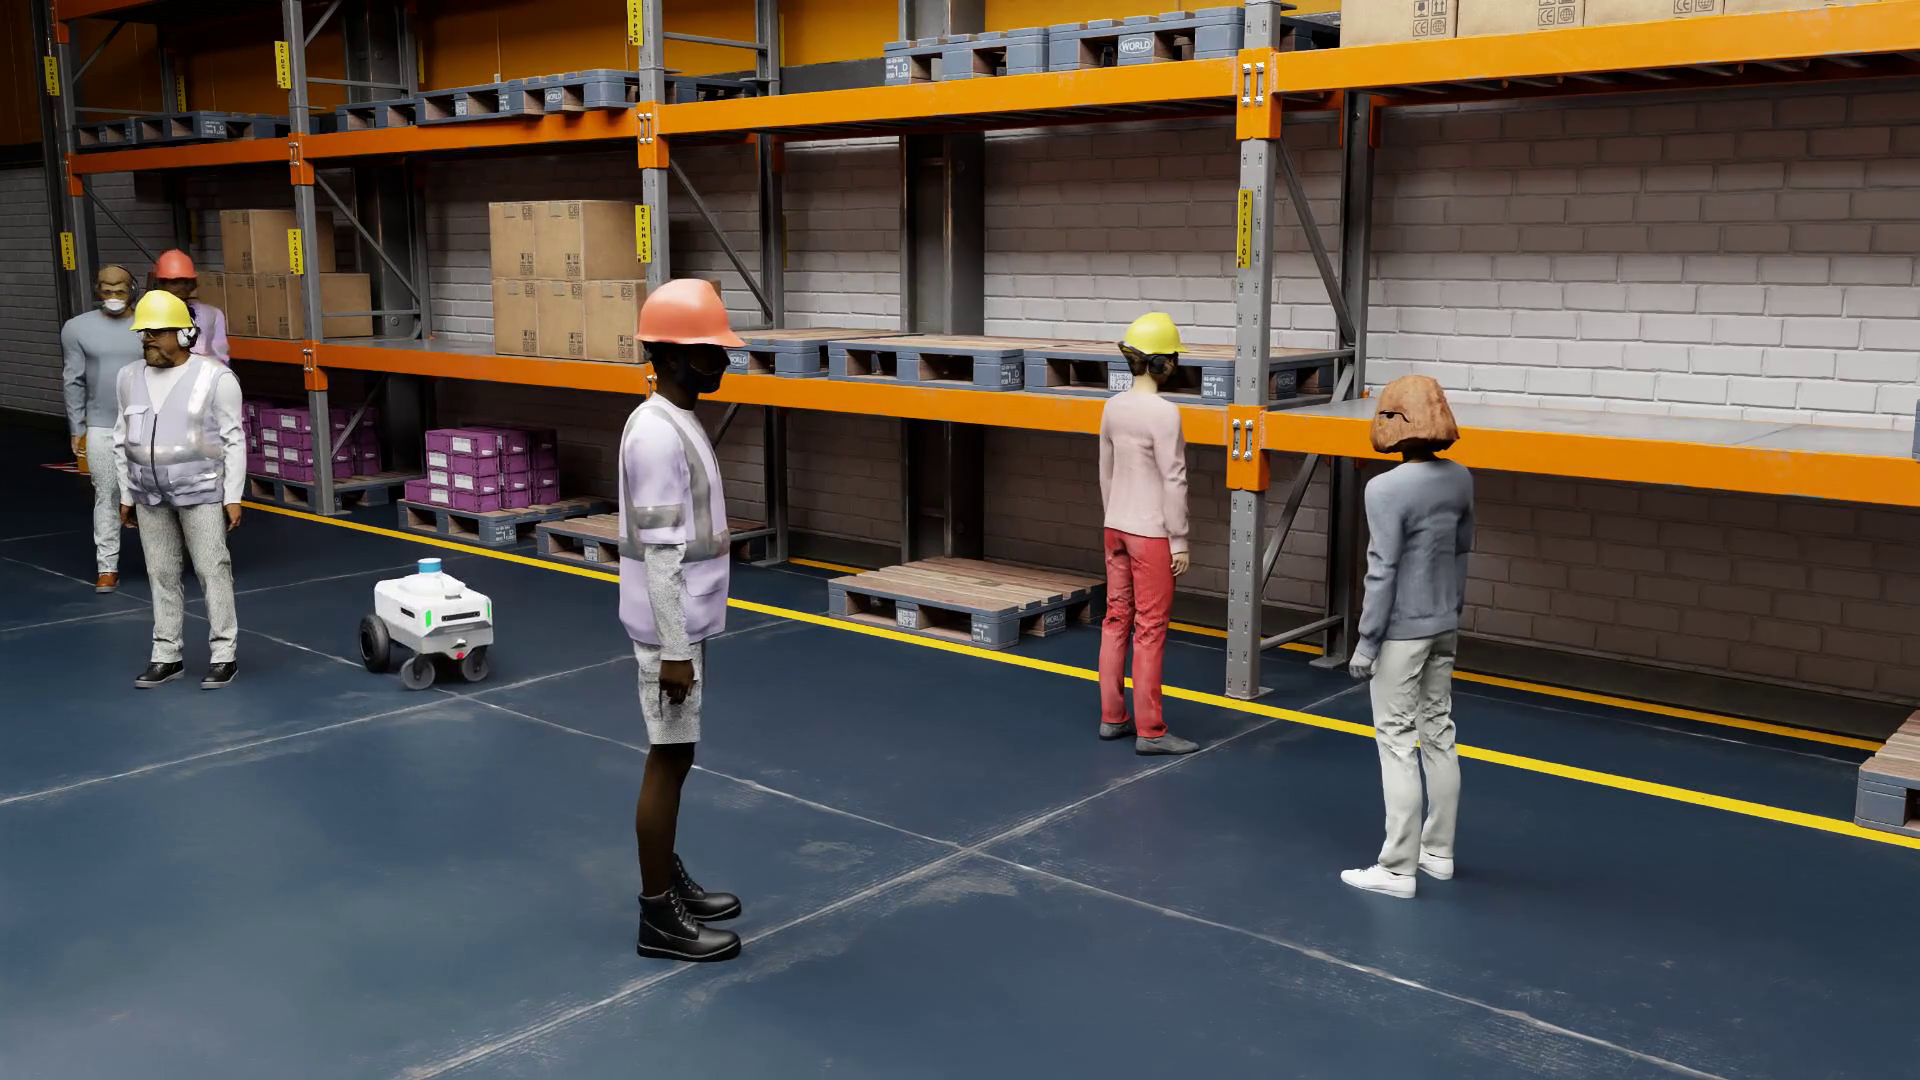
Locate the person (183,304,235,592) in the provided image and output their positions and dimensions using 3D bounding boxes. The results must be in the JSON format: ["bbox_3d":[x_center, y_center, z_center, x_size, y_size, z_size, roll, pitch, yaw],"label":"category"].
[{"bbox_3d":[-4.576,-0.545,9.853,0.319,1.700,0.532,8,13,40],"label":"person"}]

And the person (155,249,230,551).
[{"bbox_3d":[-5.287,-0.955,11.307,0.610,2.023,0.803,-8,13,-39],"label":"person"}]

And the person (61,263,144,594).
[{"bbox_3d":[-4.928,-0.657,9.828,0.627,1.934,0.370,-5,11,-25],"label":"person"}]

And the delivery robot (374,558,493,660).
[{"bbox_3d":[-2.493,0.330,7.864,0.477,0.478,0.707,-8,13,-38],"label":"delivery robot"}]

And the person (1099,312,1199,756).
[{"bbox_3d":[0.753,-0.023,6.690,0.316,1.769,0.523,-5,11,-27],"label":"person"}]

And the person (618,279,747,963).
[{"bbox_3d":[-0.783,0.227,4.783,0.375,1.935,0.550,-1,10,-5],"label":"person"}]

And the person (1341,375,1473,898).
[{"bbox_3d":[1.410,0.302,5.221,0.507,1.631,0.266,-8,13,-40],"label":"person"}]

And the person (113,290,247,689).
[{"bbox_3d":[-3.585,-0.221,7.629,0.602,1.830,0.404,1,10,4],"label":"person"}]
